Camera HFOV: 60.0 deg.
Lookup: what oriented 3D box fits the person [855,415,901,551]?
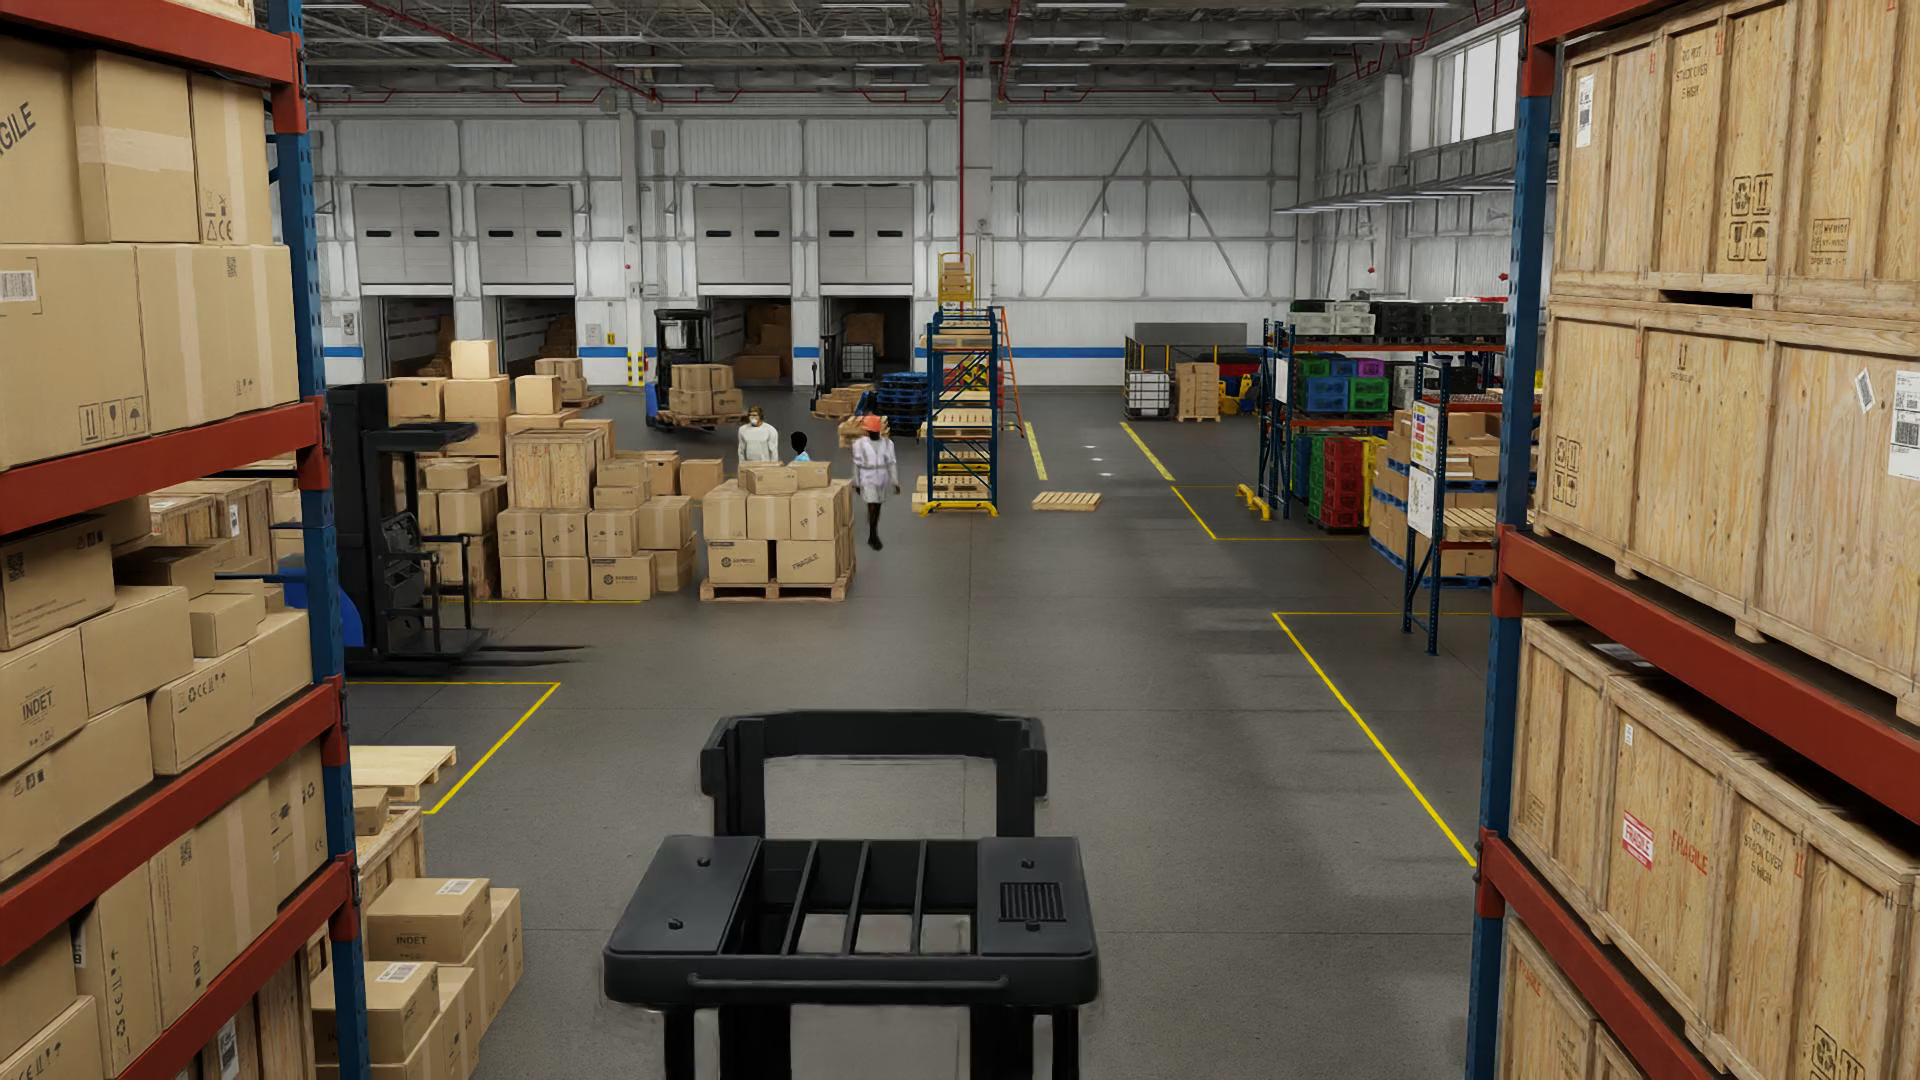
[{"bbox_3d":[-1.145,-0.796,23.158,0.569,1.875,0.964,-3,10,-18],"label":"person"}]

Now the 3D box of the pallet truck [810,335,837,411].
[{"bbox_3d":[-3.021,-4.312,43.126,1.885,1.965,0.823,3,10,17],"label":"pallet truck"}]

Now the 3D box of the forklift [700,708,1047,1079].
[{"bbox_3d":[-0.228,1.886,4.821,1.129,2.768,1.873,0,10,1],"label":"forklift"}]

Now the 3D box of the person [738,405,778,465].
[{"bbox_3d":[-2.953,-1.020,24.338,0.631,1.931,0.372,3,10,17],"label":"person"}]

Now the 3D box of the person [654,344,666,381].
[{"bbox_3d":[-8.020,-4.489,45.031,0.523,1.683,0.548,7,12,35],"label":"person"}]

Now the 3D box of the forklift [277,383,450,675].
[{"bbox_3d":[-5.921,-0.136,16.486,1.873,2.768,1.129,0,10,1],"label":"forklift"}]

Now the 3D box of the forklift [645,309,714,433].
[{"bbox_3d":[-6.574,-3.962,38.561,1.129,2.768,1.873,-5,11,-27],"label":"forklift"}]

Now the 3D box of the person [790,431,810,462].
[{"bbox_3d":[-2.178,-0.650,22.872,0.321,1.694,0.529,-2,10,-12],"label":"person"}]
